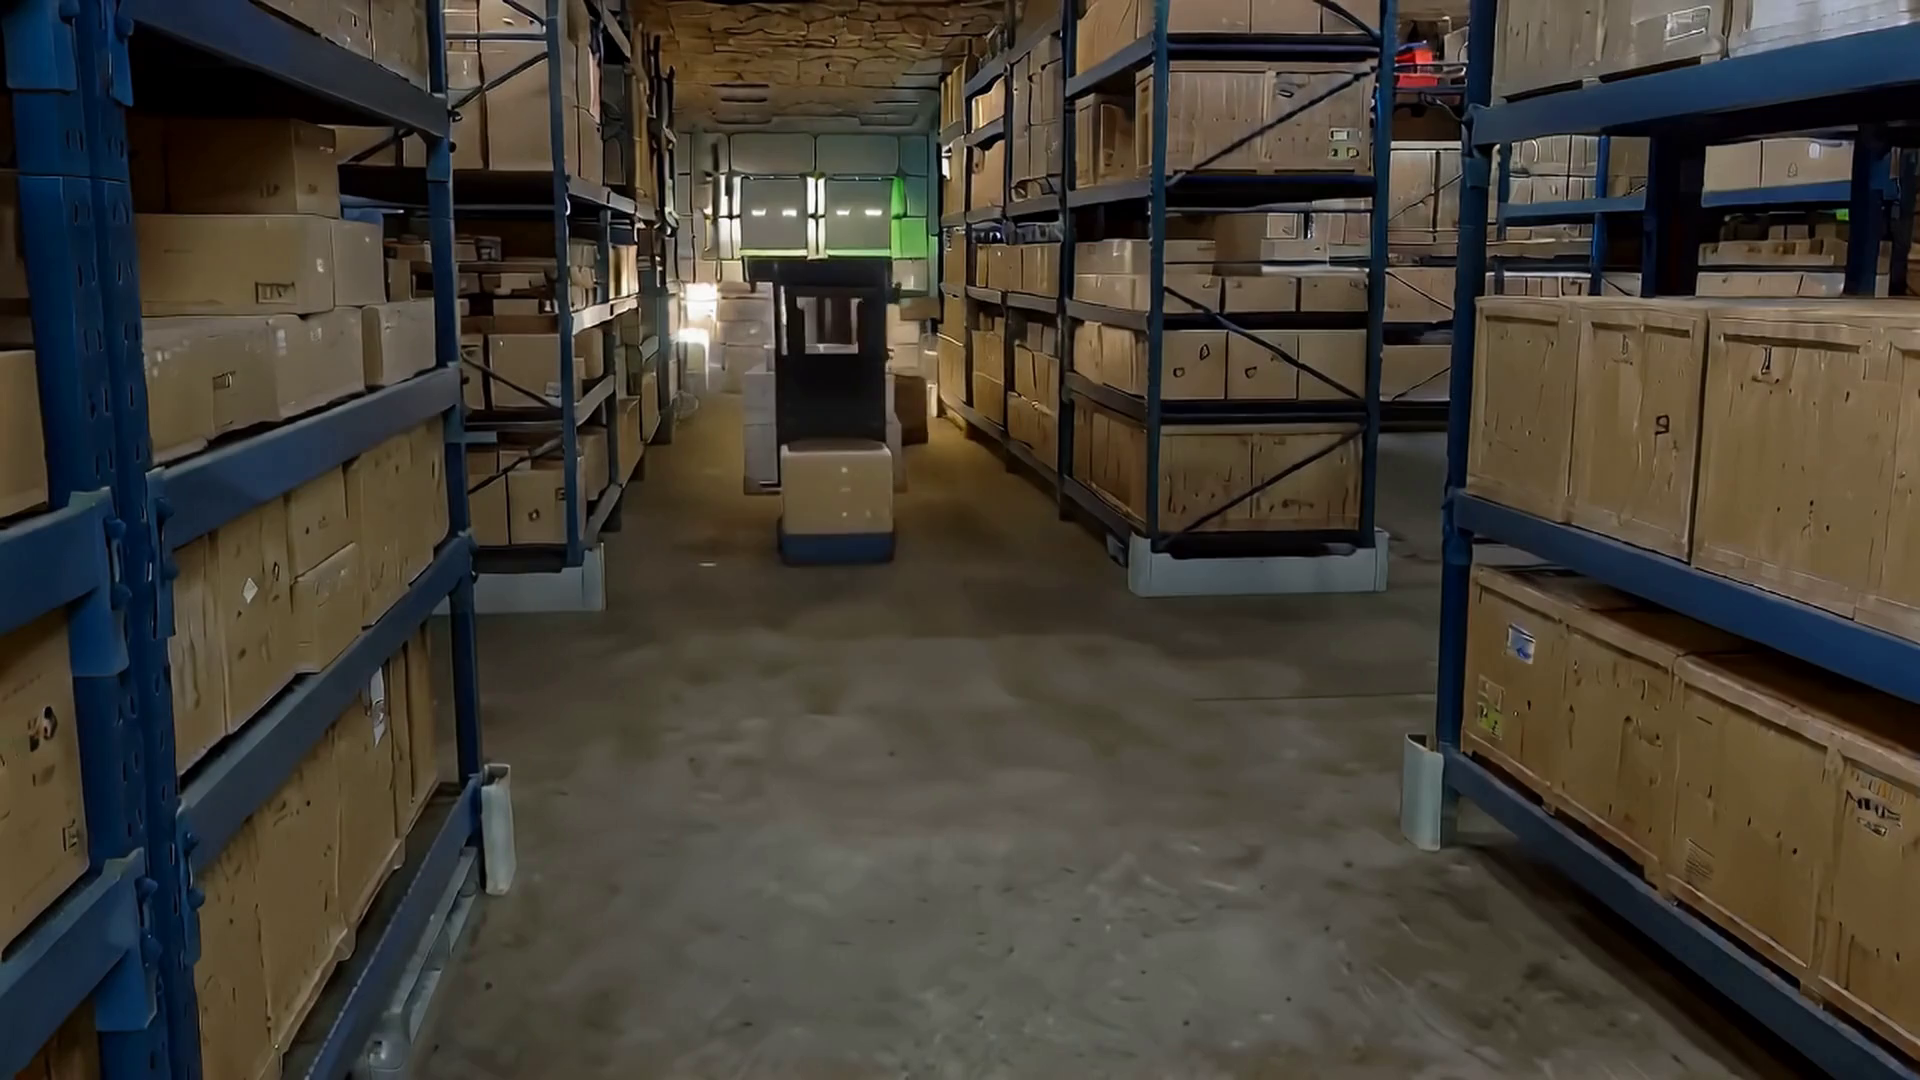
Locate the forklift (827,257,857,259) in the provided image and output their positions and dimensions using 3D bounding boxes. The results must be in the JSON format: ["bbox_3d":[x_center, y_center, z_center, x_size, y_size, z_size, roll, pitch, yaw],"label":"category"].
[{"bbox_3d":[-3.452,-6.789,48.092,1.129,2.768,1.873,2,10,13],"label":"forklift"}]

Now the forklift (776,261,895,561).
[{"bbox_3d":[-1.238,-1.301,16.139,1.129,2.768,1.873,-1,10,-7],"label":"forklift"}]

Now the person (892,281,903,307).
[{"bbox_3d":[-2.278,-8.766,62.441,0.743,1.909,0.650,-9,13,-43],"label":"person"}]

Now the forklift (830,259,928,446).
[{"bbox_3d":[-1.489,-2.827,25.025,1.873,2.768,1.129,9,13,41],"label":"forklift"}]

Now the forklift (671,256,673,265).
[{"bbox_3d":[-10.985,-9.066,61.343,1.129,2.768,1.873,-1,10,-7],"label":"forklift"}]
